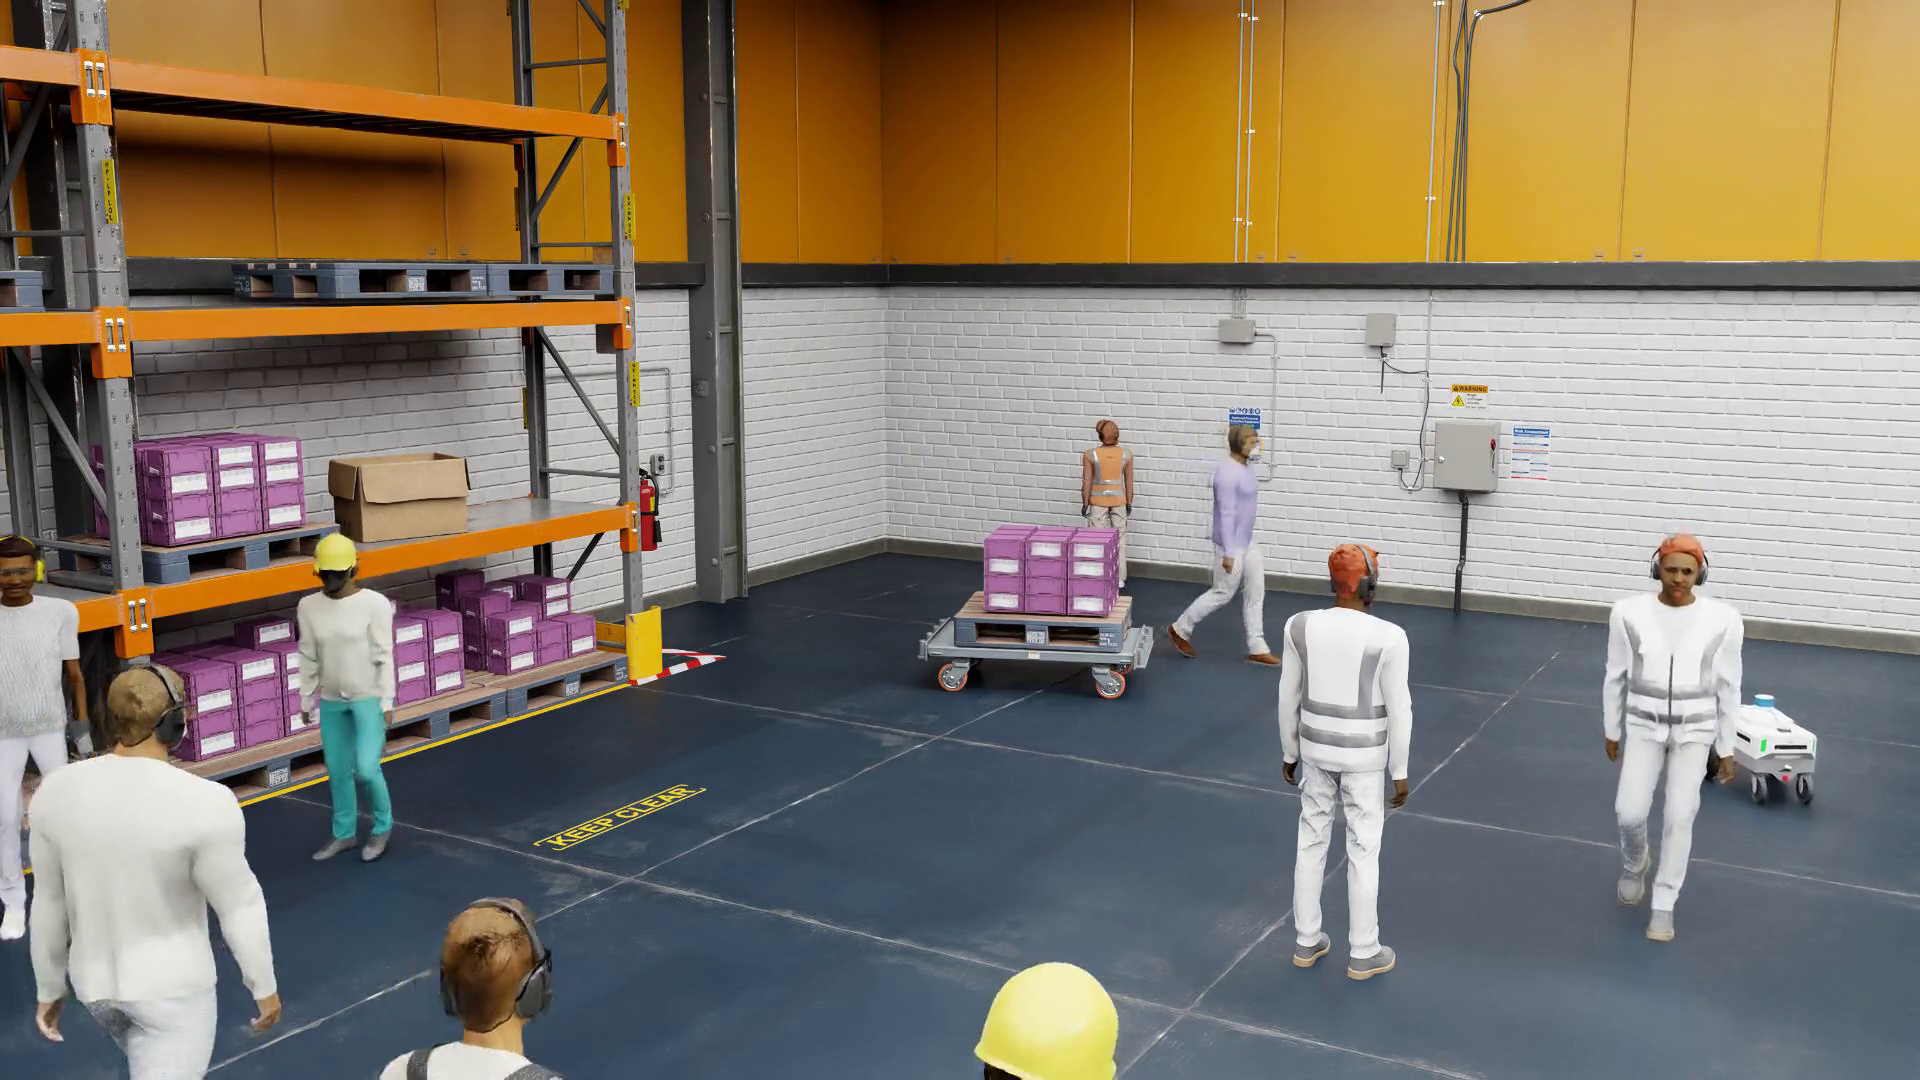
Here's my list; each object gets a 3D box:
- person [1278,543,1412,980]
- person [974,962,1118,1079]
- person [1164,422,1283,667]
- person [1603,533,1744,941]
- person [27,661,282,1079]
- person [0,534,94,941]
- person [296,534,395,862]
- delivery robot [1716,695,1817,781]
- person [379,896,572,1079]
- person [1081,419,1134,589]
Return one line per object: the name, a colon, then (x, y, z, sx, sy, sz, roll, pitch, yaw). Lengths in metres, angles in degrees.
person: (1.661, 0.948, 7.193, 0.584, 1.881, 0.337, 7, 11, 35)
person: (0.087, 1.658, 2.737, 0.595, 1.896, 0.711, 0, 9, 2)
person: (2.063, 0.030, 12.873, 0.912, 1.910, 0.642, 5, 10, 26)
person: (3.253, 0.886, 7.633, 0.580, 1.865, 0.460, 4, 10, 25)
person: (-2.325, 1.287, 4.965, 0.664, 1.910, 0.806, 2, 9, 13)
person: (-4.266, 0.892, 7.618, 0.515, 1.862, 0.328, -5, 10, -29)
person: (-3.106, 0.816, 8.480, 0.574, 1.741, 0.452, 2, 9, 10)
delivery robot: (4.697, 1.151, 9.742, 0.477, 0.478, 0.707, 0, 10, 0)
person: (-0.870, 1.602, 3.292, 0.536, 1.827, 0.395, 5, 10, 27)
person: (1.412, -0.332, 15.929, 0.519, 1.645, 0.307, -2, 9, -10)
